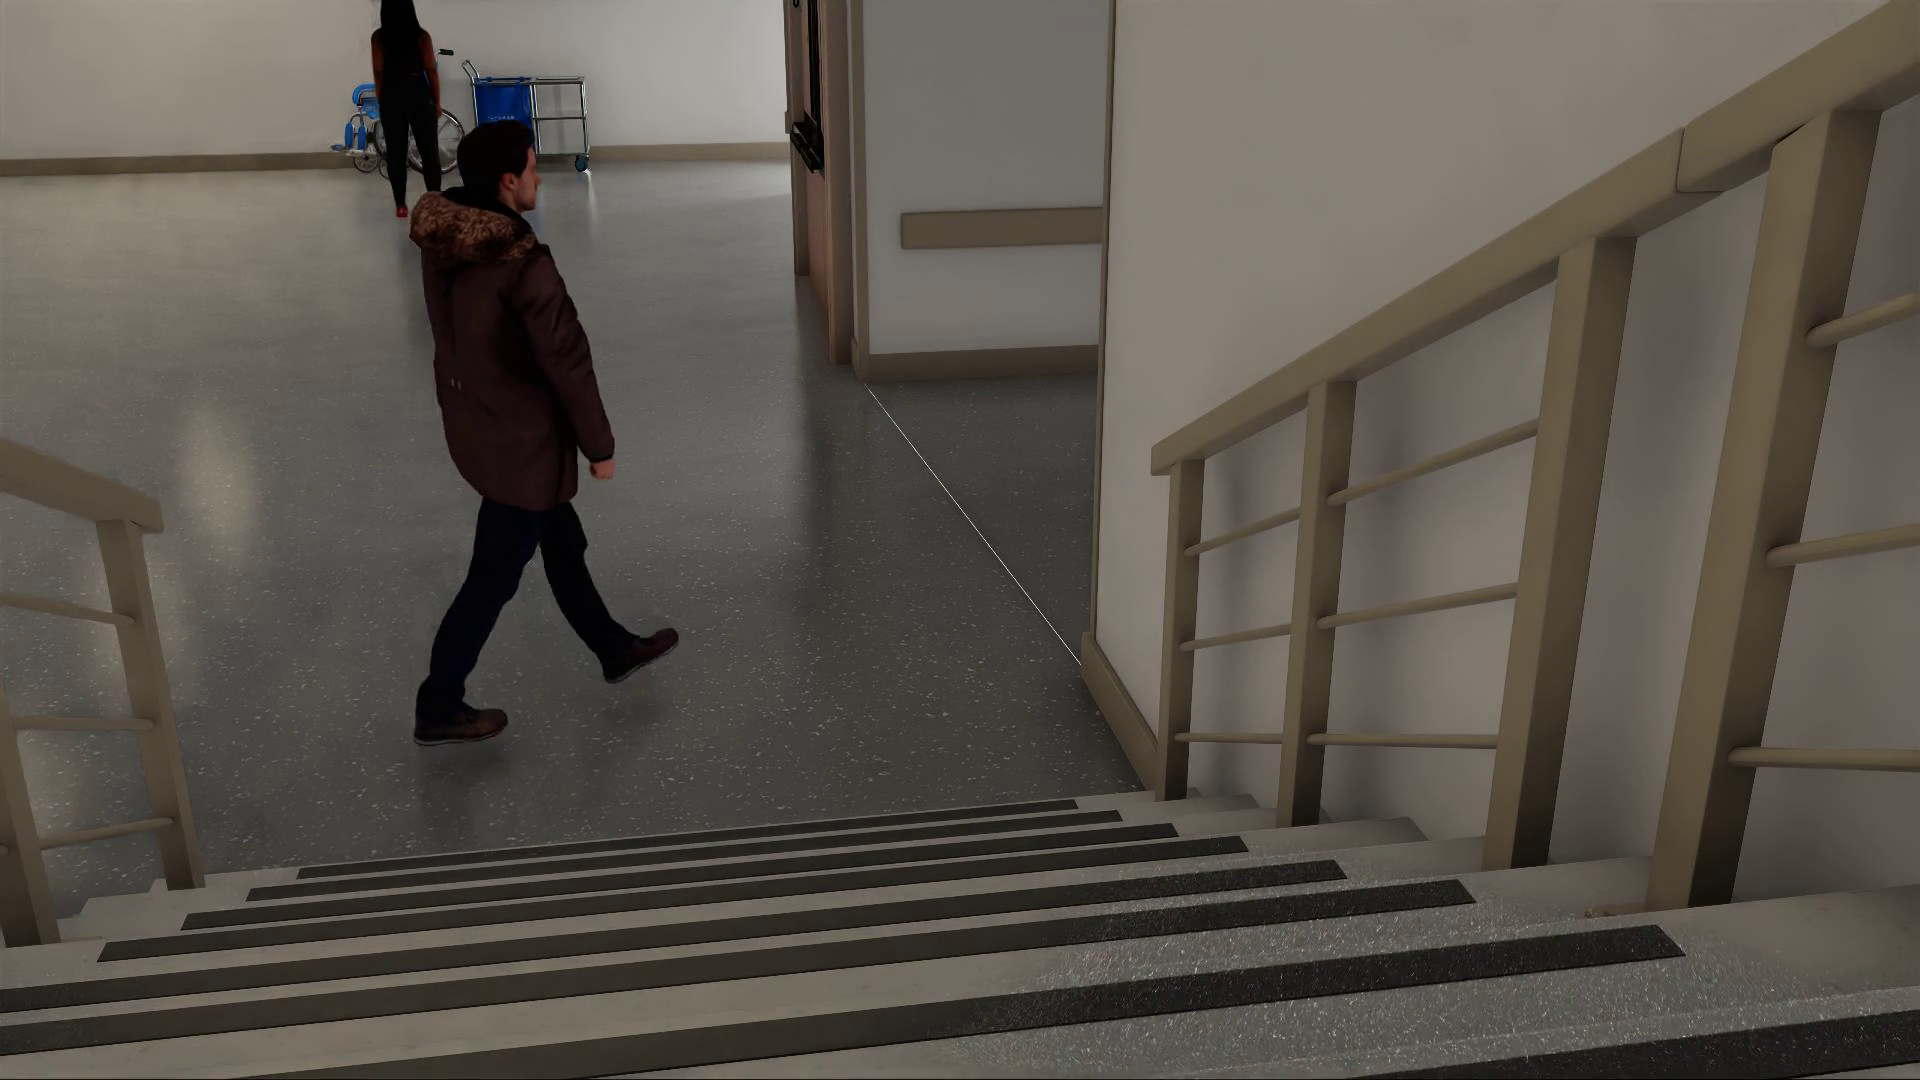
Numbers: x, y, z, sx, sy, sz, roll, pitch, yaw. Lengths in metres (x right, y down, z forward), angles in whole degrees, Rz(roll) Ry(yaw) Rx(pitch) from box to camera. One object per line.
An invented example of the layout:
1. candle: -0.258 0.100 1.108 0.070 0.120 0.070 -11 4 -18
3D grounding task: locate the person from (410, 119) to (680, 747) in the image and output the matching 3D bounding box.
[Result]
1. person: -1.363 -0.240 4.811 1.220 1.792 1.270 -18 27 -39

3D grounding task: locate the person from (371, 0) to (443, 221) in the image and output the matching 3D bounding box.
1. person: -4.465 -3.523 13.447 0.666 1.815 0.617 -5 21 -13
